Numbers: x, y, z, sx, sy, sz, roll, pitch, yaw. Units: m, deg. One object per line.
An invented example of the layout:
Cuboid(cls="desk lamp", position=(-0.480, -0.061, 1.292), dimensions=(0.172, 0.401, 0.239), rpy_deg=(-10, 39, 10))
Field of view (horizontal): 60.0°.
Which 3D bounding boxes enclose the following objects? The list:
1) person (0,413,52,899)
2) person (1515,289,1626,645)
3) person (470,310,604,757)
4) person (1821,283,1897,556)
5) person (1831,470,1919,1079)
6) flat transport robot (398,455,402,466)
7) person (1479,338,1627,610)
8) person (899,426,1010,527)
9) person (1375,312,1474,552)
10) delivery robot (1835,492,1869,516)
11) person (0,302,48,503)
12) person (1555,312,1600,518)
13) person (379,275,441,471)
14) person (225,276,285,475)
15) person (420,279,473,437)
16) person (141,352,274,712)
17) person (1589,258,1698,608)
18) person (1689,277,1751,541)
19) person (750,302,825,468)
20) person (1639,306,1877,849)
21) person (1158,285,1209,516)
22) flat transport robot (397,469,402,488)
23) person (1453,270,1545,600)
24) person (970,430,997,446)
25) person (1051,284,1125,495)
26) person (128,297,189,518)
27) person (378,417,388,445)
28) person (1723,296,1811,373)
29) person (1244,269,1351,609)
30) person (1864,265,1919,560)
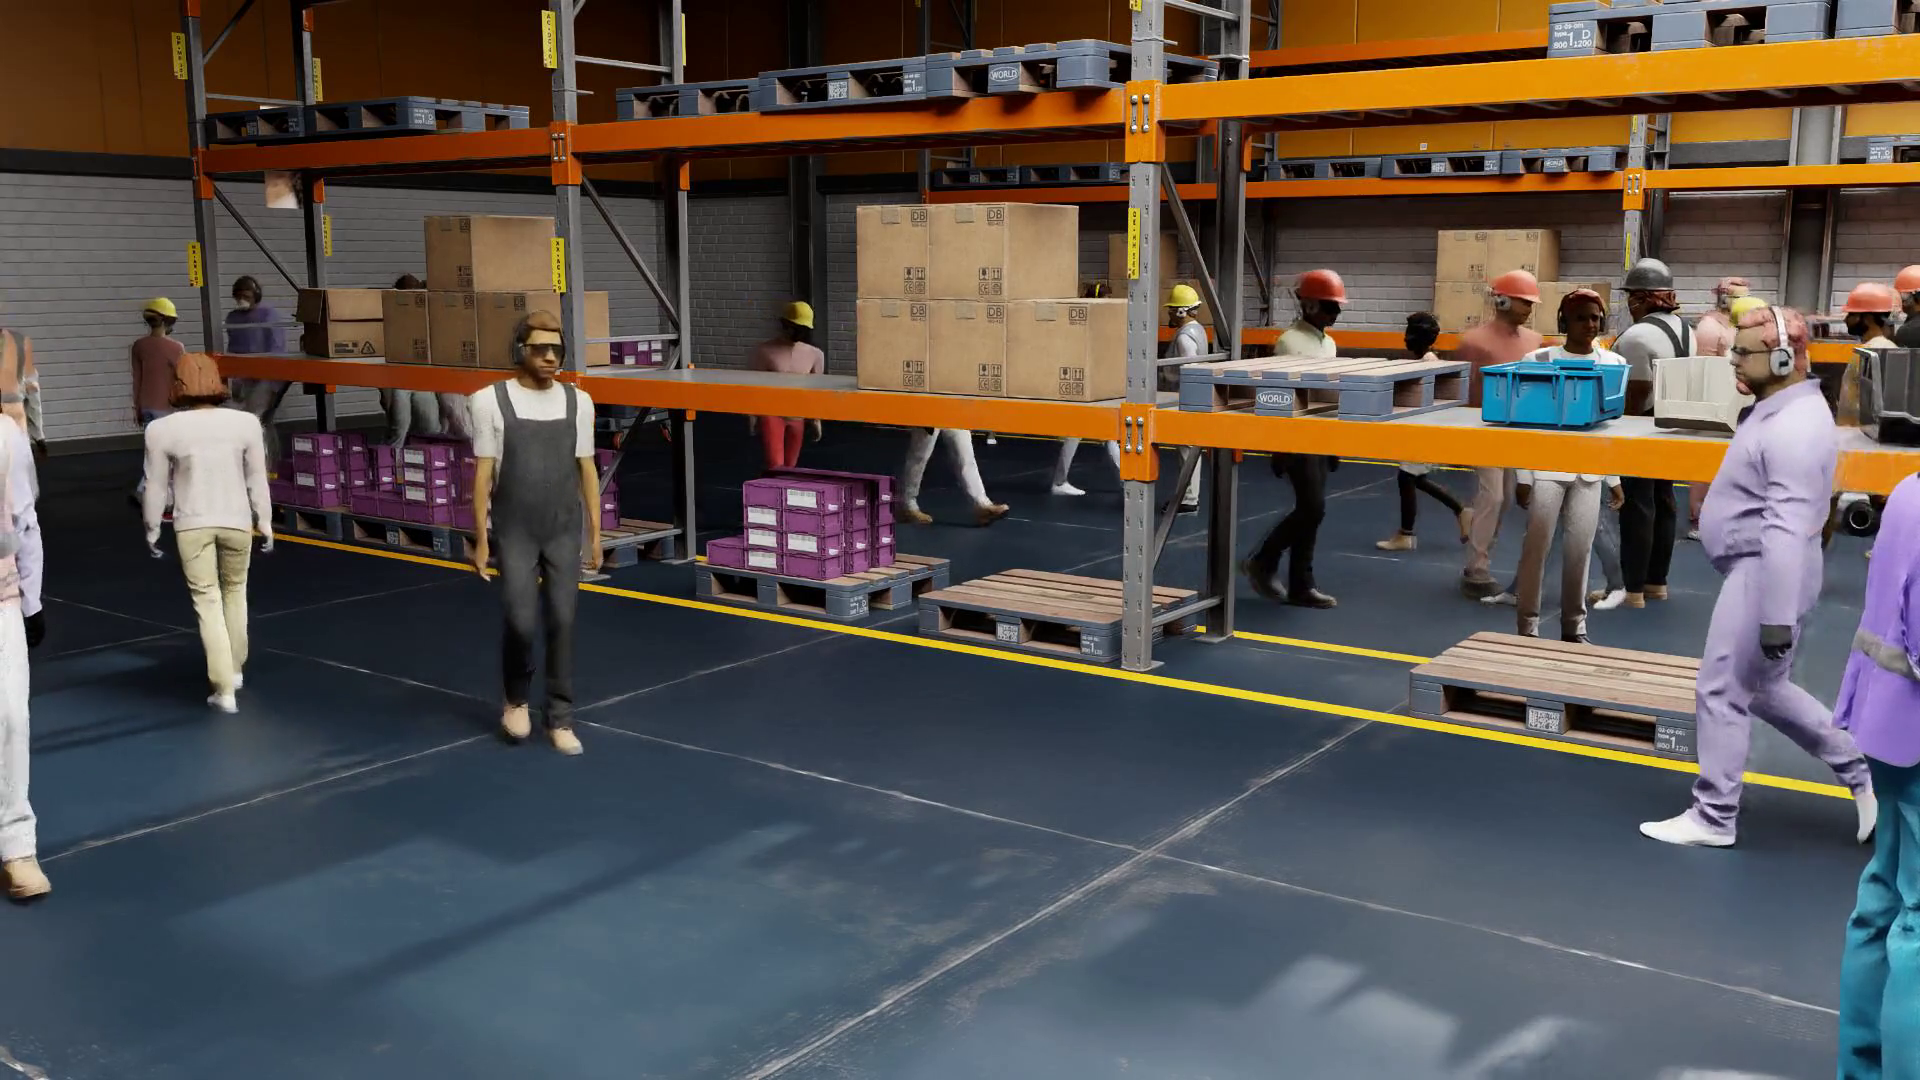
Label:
Cuboid(cls="person", position=(-3.178, 0.253, 5.199), dimensions=(0.647, 1.814, 0.771), rpy_deg=(-8, 12, -39))
Cuboid(cls="person", position=(3.085, -0.323, 8.431), dimensions=(0.572, 1.883, 0.355), rpy_deg=(-1, 10, -6))
Cuboid(cls="person", position=(-1.711, -0.018, 6.777), dimensions=(0.531, 1.827, 0.420), rpy_deg=(-6, 11, -32))
Cuboid(cls="person", position=(5.514, -0.595, 10.030), dimensions=(0.972, 1.902, 0.554), rpy_deg=(9, 13, 43))
Cuboid(cls="person", position=(2.157, 0.497, 3.677), dimensions=(0.392, 1.839, 0.563), rpy_deg=(2, 10, 12))
Cuboid(cls="flat transport robot", position=(-5.151, -0.639, 15.105), dimensions=(0.652, 0.197, 1.431), rpy_deg=(-3, 10, -18))
Cuboid(cls="person", position=(3.529, -0.375, 9.673), dimensions=(0.845, 1.591, 0.549), rpy_deg=(0, 10, -2))
Cuboid(cls="person", position=(-0.092, -0.979, 12.590), dimensions=(0.970, 1.791, 0.651), rpy_deg=(7, 12, 36))
Cuboid(cls="person", position=(3.275, -0.743, 11.533), dimensions=(0.638, 1.677, 0.537), rpy_deg=(3, 10, 16))
Cuboid(cls="delivery robot", position=(6.641, -0.387, 12.481), dimensions=(0.477, 0.478, 0.707), rpy_deg=(-8, 12, -38))
Cuboid(cls="person", position=(-6.103, -0.685, 10.481), dimensions=(0.513, 1.916, 0.601), rpy_deg=(8, 12, 38))
Cuboid(cls="person", position=(4.788, -1.022, 12.995), dimensions=(0.381, 1.747, 0.521), rpy_deg=(0, 10, -1))
Cuboid(cls="person", position=(-4.706, -1.285, 14.115), dimensions=(0.501, 1.907, 0.646), rpy_deg=(4, 10, 23))
Cuboid(cls="person", position=(-6.139, -1.339, 14.493), dimensions=(0.636, 1.895, 0.707), rpy_deg=(6, 11, 32))
Cuboid(cls="person", position=(-4.855, -1.482, 15.406), dimensions=(0.966, 1.848, 0.675), rpy_deg=(1, 10, 9))
Cuboid(cls="person", position=(-3.455, -0.050, 7.619), dimensions=(0.521, 1.600, 0.731), rpy_deg=(-7, 12, -37))
Cuboid(cls="person", position=(3.975, -0.629, 9.786), dimensions=(0.675, 2.000, 0.537), rpy_deg=(-8, 13, -41))
Cuboid(cls="person", position=(5.510, -0.926, 11.985), dimensions=(0.676, 1.905, 0.398), rpy_deg=(-9, 13, -43))
Cuboid(cls="person", position=(-1.265, -0.884, 12.239), dimensions=(0.532, 1.719, 0.554), rpy_deg=(-4, 10, -24))
Cuboid(cls="person", position=(2.780, 0.156, 5.591), dimensions=(0.732, 1.877, 0.649), rpy_deg=(5, 11, 27))
Cuboid(cls="person", position=(1.778, -1.107, 13.247), dimensions=(0.403, 1.832, 0.593), rpy_deg=(3, 10, 15))
Cuboid(cls="flat transport robot", position=(-4.569, -0.490, 14.220), dimensions=(1.431, 0.197, 0.652), rpy_deg=(-3, 10, -18))
Cuboid(cls="person", position=(3.270, -0.635, 10.041), dimensions=(0.643, 1.960, 0.647), rpy_deg=(-4, 10, -24))
Cuboid(cls="person", position=(0.185, -1.987, 18.211), dimensions=(0.586, 1.928, 0.364), rpy_deg=(-1, 10, -6))
Cuboid(cls="person", position=(1.235, -1.278, 14.294), dimensions=(0.973, 1.816, 0.533), rpy_deg=(0, 10, 3))
Cuboid(cls="person", position=(-6.316, -1.028, 13.046), dimensions=(0.530, 1.743, 0.653), rpy_deg=(4, 11, 25))
Cuboid(cls="person", position=(-5.903, -1.777, 17.658), dimensions=(0.910, 1.698, 0.497), rpy_deg=(-8, 12, -39))
Cuboid(cls="person", position=(5.578, -0.794, 11.542), dimensions=(0.651, 1.781, 0.479), rpy_deg=(-1, 10, -7))
Cuboid(cls="person", position=(1.997, -0.573, 9.638), dimensions=(0.481, 1.976, 0.656), rpy_deg=(7, 12, 35))
Cuboid(cls="person", position=(6.369, -0.835, 11.159), dimensions=(0.613, 1.991, 0.392), rpy_deg=(-8, 13, -40))
